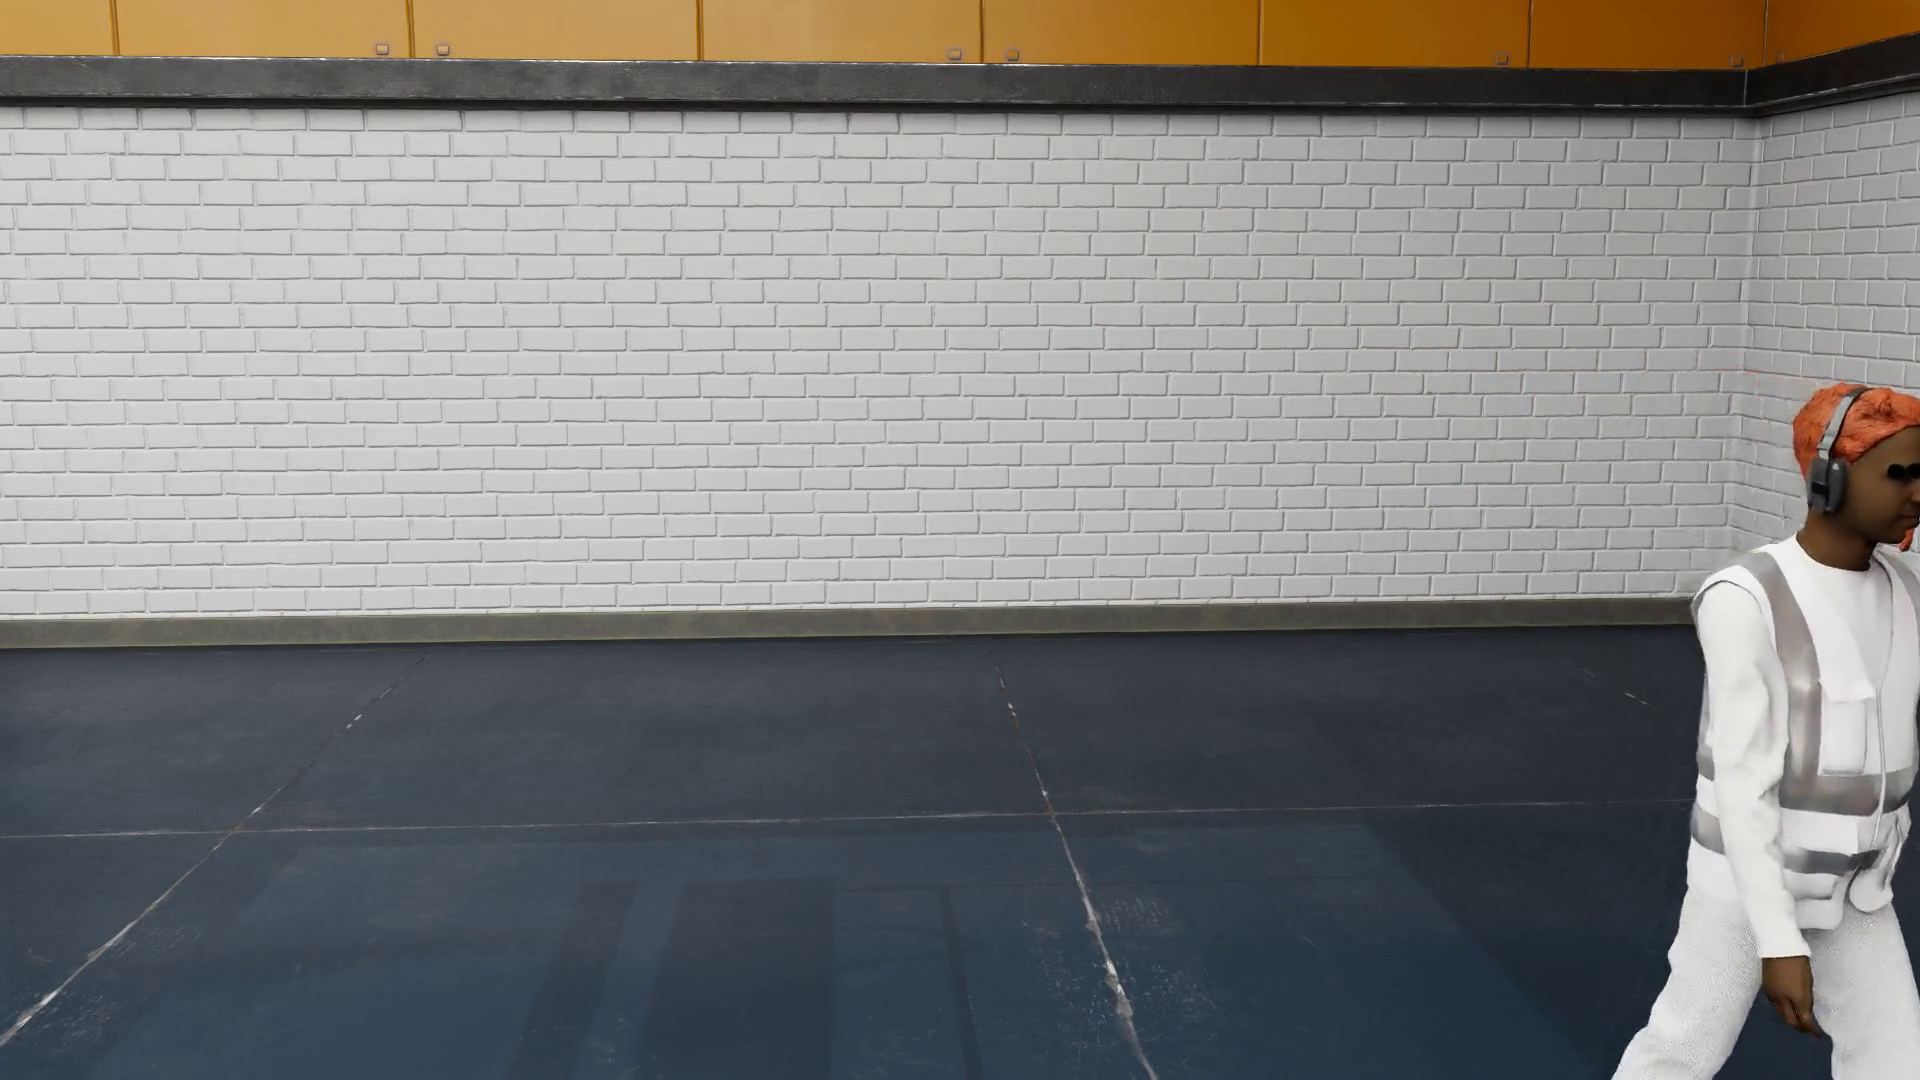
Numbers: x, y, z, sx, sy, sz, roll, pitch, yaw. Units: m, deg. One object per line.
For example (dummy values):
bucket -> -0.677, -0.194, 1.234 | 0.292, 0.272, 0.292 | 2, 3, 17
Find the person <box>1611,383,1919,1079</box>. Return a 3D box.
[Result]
person -> 1.550, 0.637, 3.021 | 0.577, 1.834, 0.990 | -4, 10, -23
